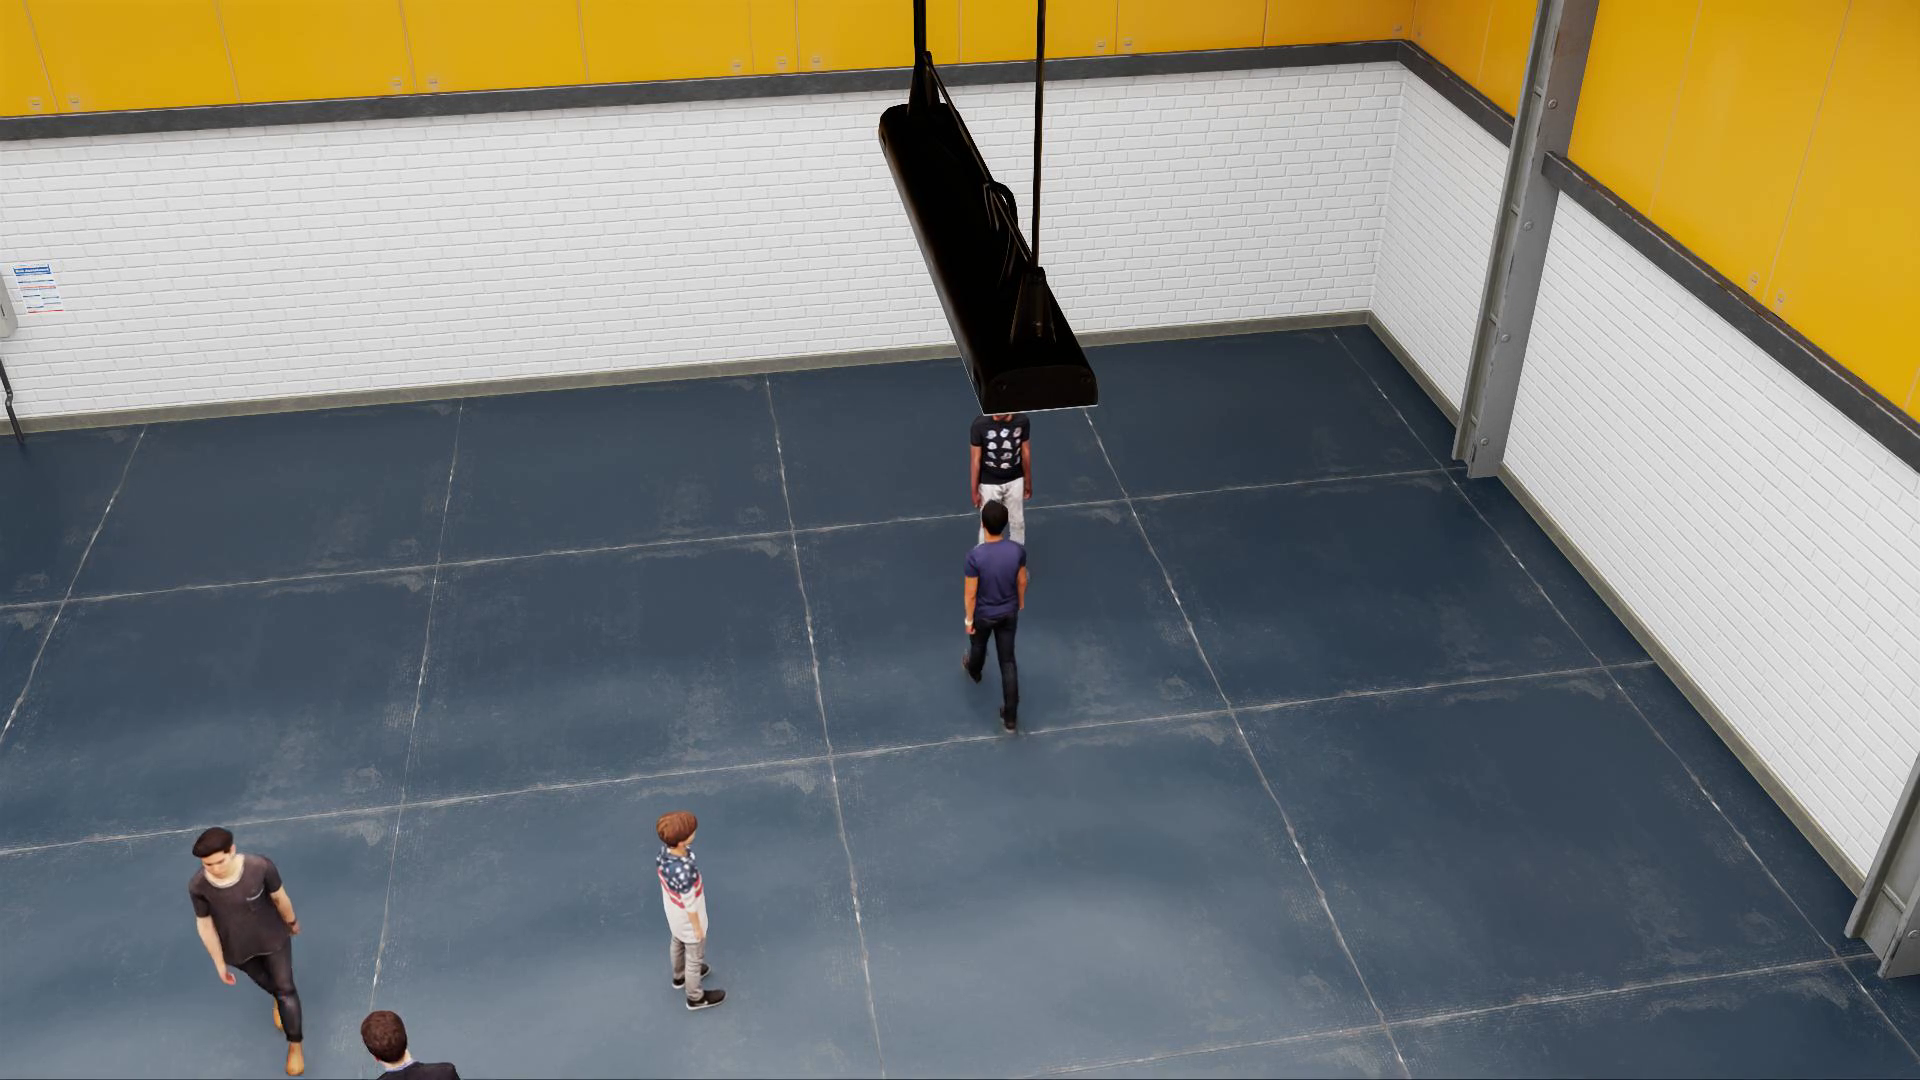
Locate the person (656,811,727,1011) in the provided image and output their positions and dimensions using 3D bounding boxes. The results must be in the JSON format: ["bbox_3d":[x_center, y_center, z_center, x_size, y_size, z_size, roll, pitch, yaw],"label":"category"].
[{"bbox_3d":[-1.623,2.157,9.784,0.635,1.440,0.508,-19,38,-26],"label":"person"}]

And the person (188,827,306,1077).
[{"bbox_3d":[-4.045,2.199,9.506,0.661,1.678,1.025,-10,35,-14],"label":"person"}]

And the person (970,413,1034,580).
[{"bbox_3d":[0.328,-0.474,13.420,0.668,1.797,0.596,-8,35,-12],"label":"person"}]

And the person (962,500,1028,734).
[{"bbox_3d":[0.279,0.578,11.888,0.775,1.740,1.188,-10,35,-15],"label":"person"}]

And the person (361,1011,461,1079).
[{"bbox_3d":[-2.562,3.076,8.024,0.881,1.858,1.034,-18,38,-25],"label":"person"}]
